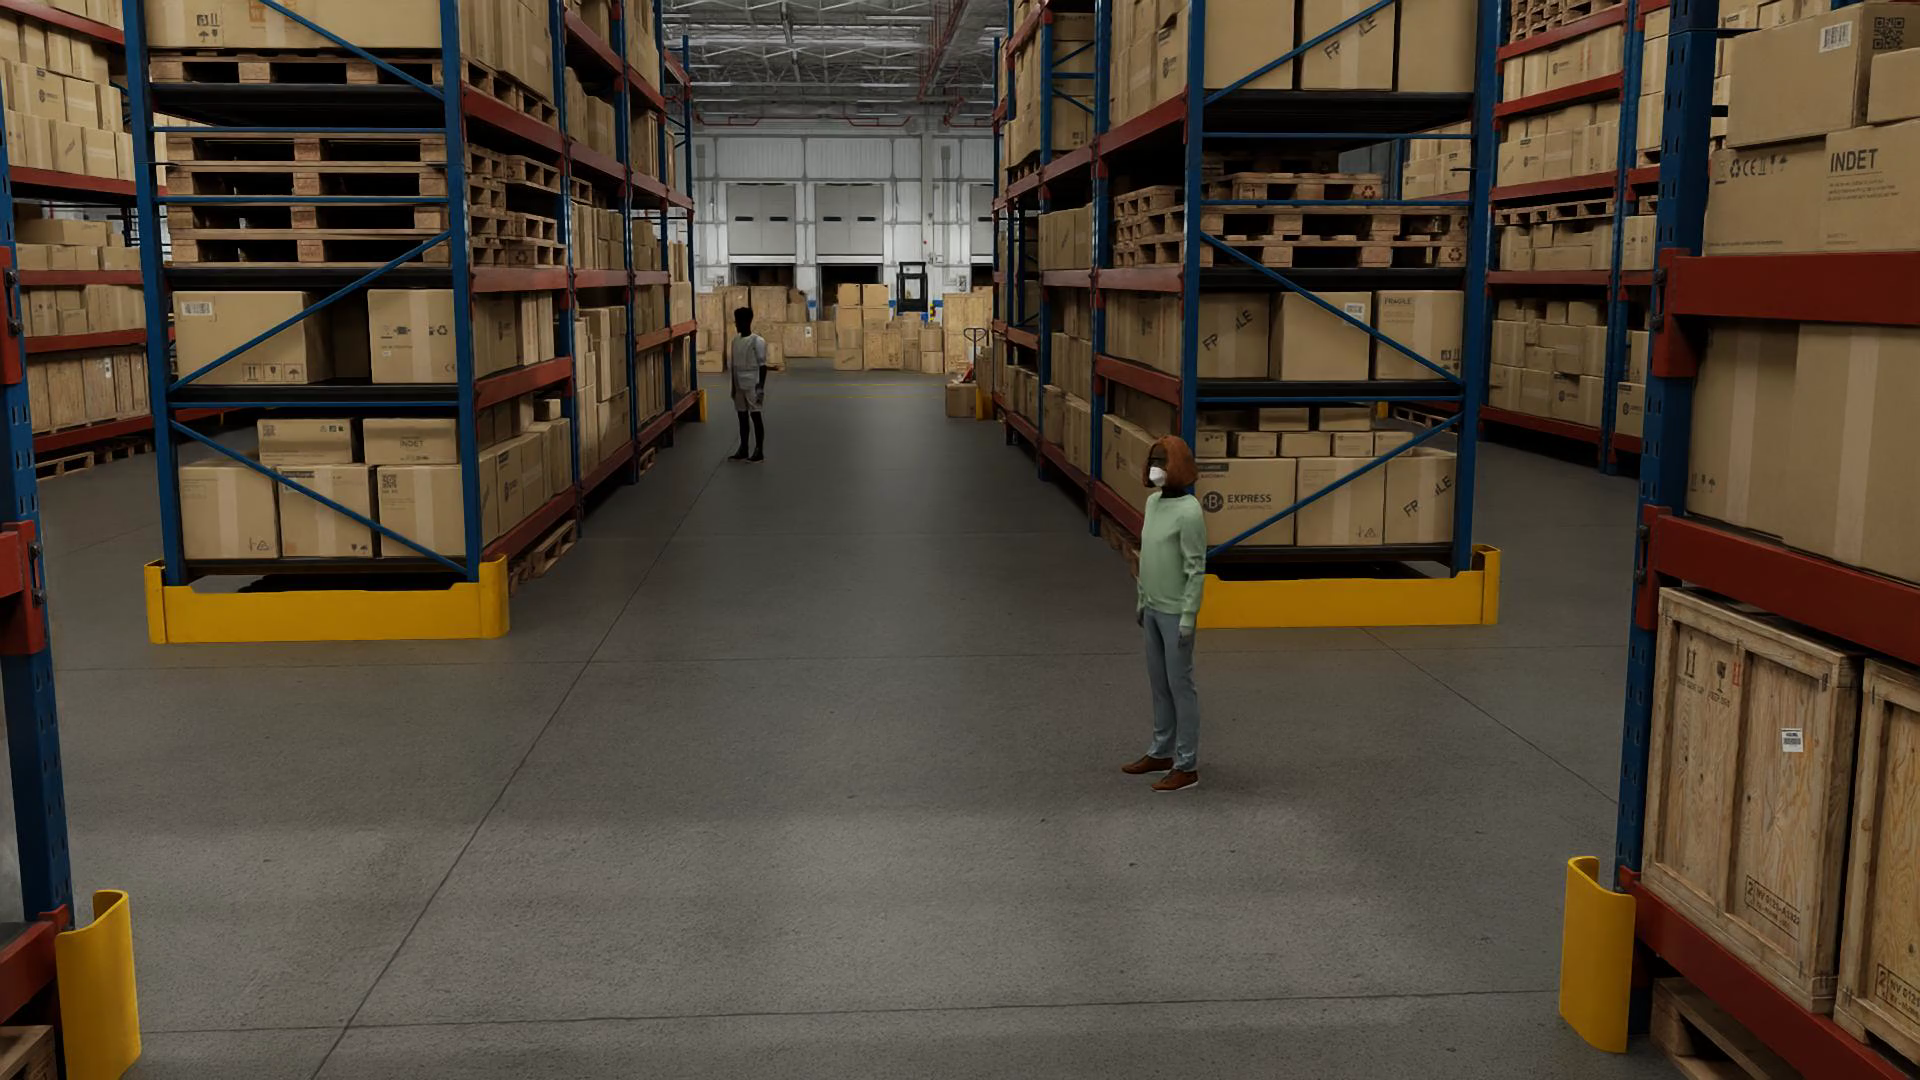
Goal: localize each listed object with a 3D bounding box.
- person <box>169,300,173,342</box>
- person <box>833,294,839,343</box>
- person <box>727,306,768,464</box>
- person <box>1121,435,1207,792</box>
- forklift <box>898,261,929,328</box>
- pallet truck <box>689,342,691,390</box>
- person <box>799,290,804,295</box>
[{"bbox_3d":[-26.640,-7.637,56.607,0.667,1.978,0.634,-1,9,-8],"label":"person"},{"bbox_3d":[-4.111,-7.474,56.350,0.499,1.727,0.574,-7,11,-37],"label":"person"},{"bbox_3d":[-2.666,-1.943,20.887,0.608,1.966,0.371,8,12,42],"label":"person"},{"bbox_3d":[0.951,0.330,7.649,0.272,1.635,0.507,-3,10,-20],"label":"person"},{"bbox_3d":[-1.628,-8.197,57.300,1.129,2.768,1.873,-1,9,-4],"label":"forklift"},{"bbox_3d":[-5.225,-3.008,27.480,1.885,1.965,0.823,2,9,14],"label":"pallet truck"},{"bbox_3d":[-5.100,-7.149,53.820,1.012,1.897,0.631,-2,9,-11],"label":"person"}]
